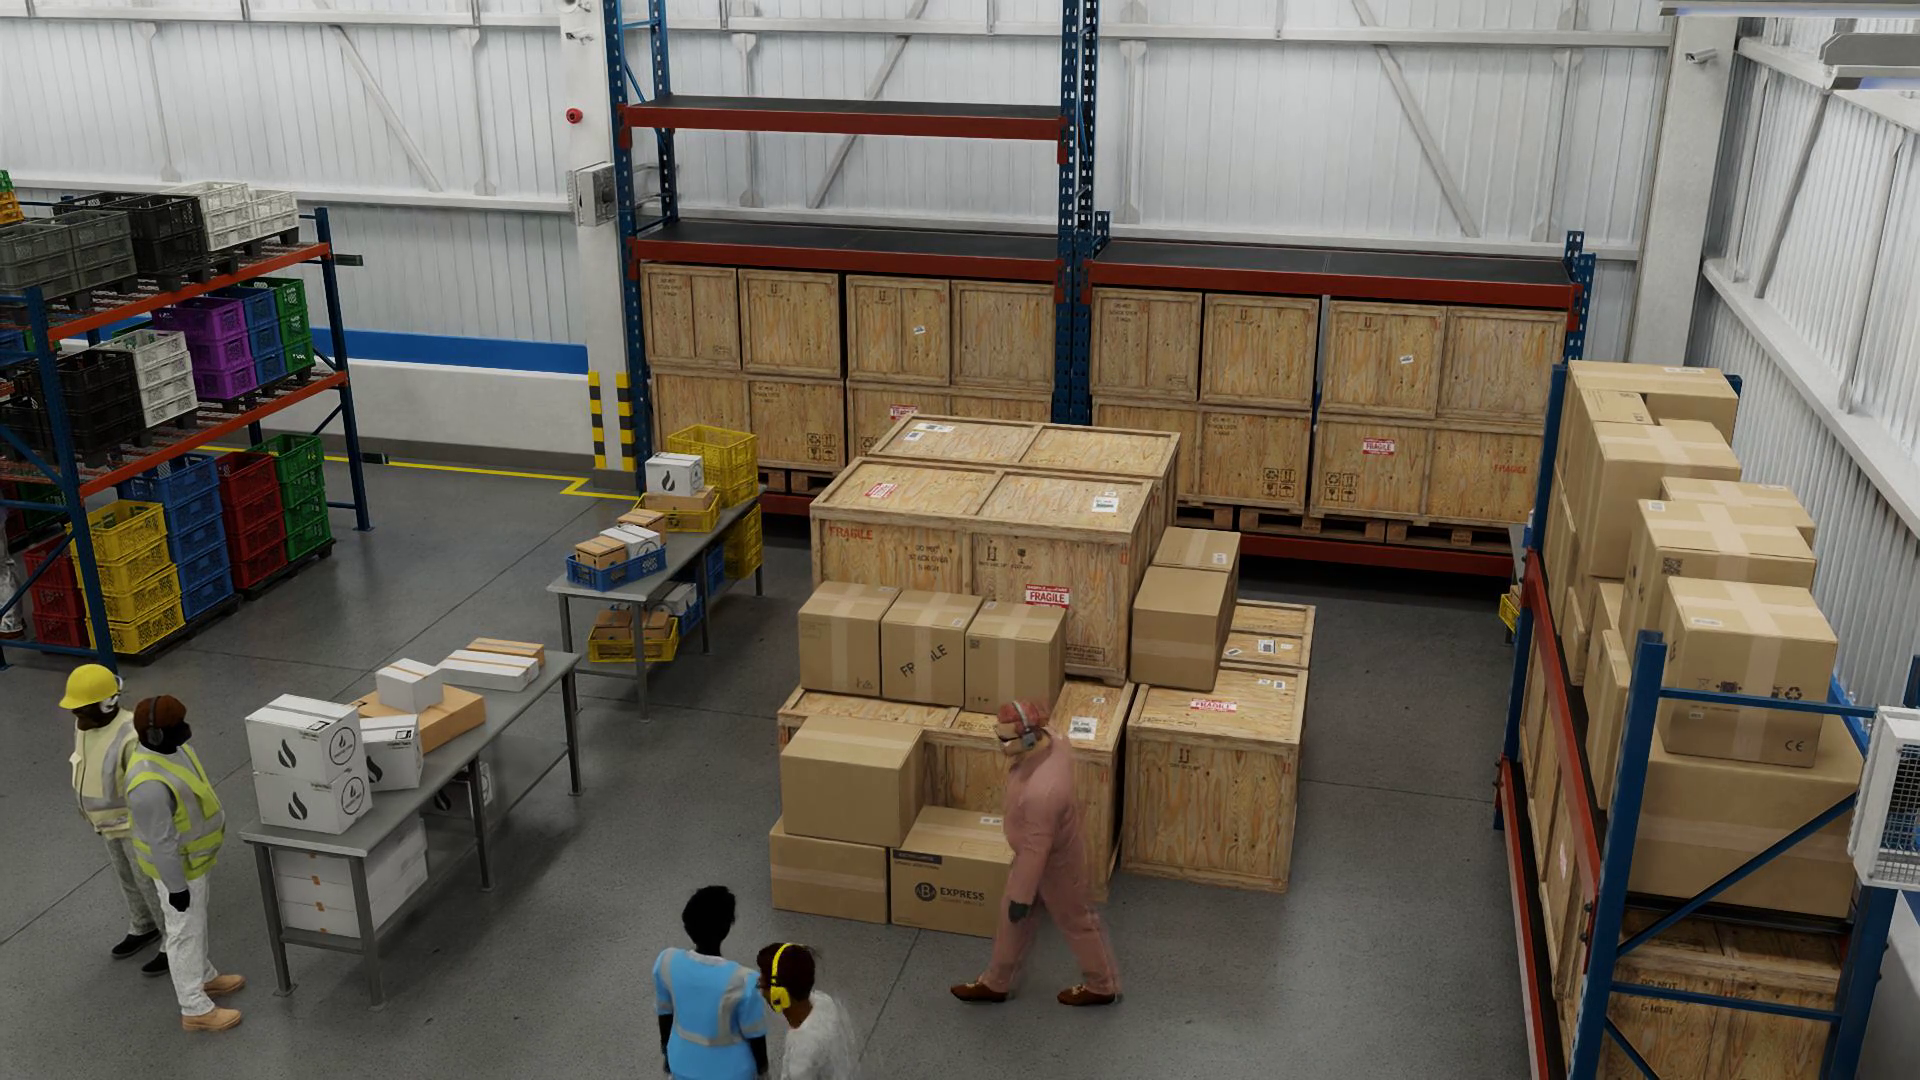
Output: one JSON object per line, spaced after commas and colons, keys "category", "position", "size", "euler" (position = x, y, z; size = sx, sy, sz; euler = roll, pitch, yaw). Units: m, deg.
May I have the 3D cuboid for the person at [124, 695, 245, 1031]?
{"category": "person", "position": [-3.981, 1.635, 8.545], "size": [0.429, 1.841, 0.633], "euler": [-6, 22, -16]}

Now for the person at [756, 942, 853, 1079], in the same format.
{"category": "person", "position": [-0.608, 2.412, 6.567], "size": [0.933, 1.804, 0.535], "euler": [3, 21, 9]}

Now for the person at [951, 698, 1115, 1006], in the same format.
{"category": "person", "position": [0.390, 1.643, 8.535], "size": [0.966, 1.835, 0.657], "euler": [-2, 21, -6]}

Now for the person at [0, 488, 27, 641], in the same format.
{"category": "person", "position": [-7.639, -0.114, 12.997], "size": [0.371, 1.933, 0.627], "euler": [-8, 22, -20]}

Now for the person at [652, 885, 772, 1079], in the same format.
{"category": "person", "position": [-1.062, 2.257, 7.132], "size": [0.544, 1.687, 0.338], "euler": [10, 23, 23]}

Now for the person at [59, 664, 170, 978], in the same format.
{"category": "person", "position": [-4.506, 1.491, 8.956], "size": [0.592, 1.822, 0.403], "euler": [15, 25, 33]}
